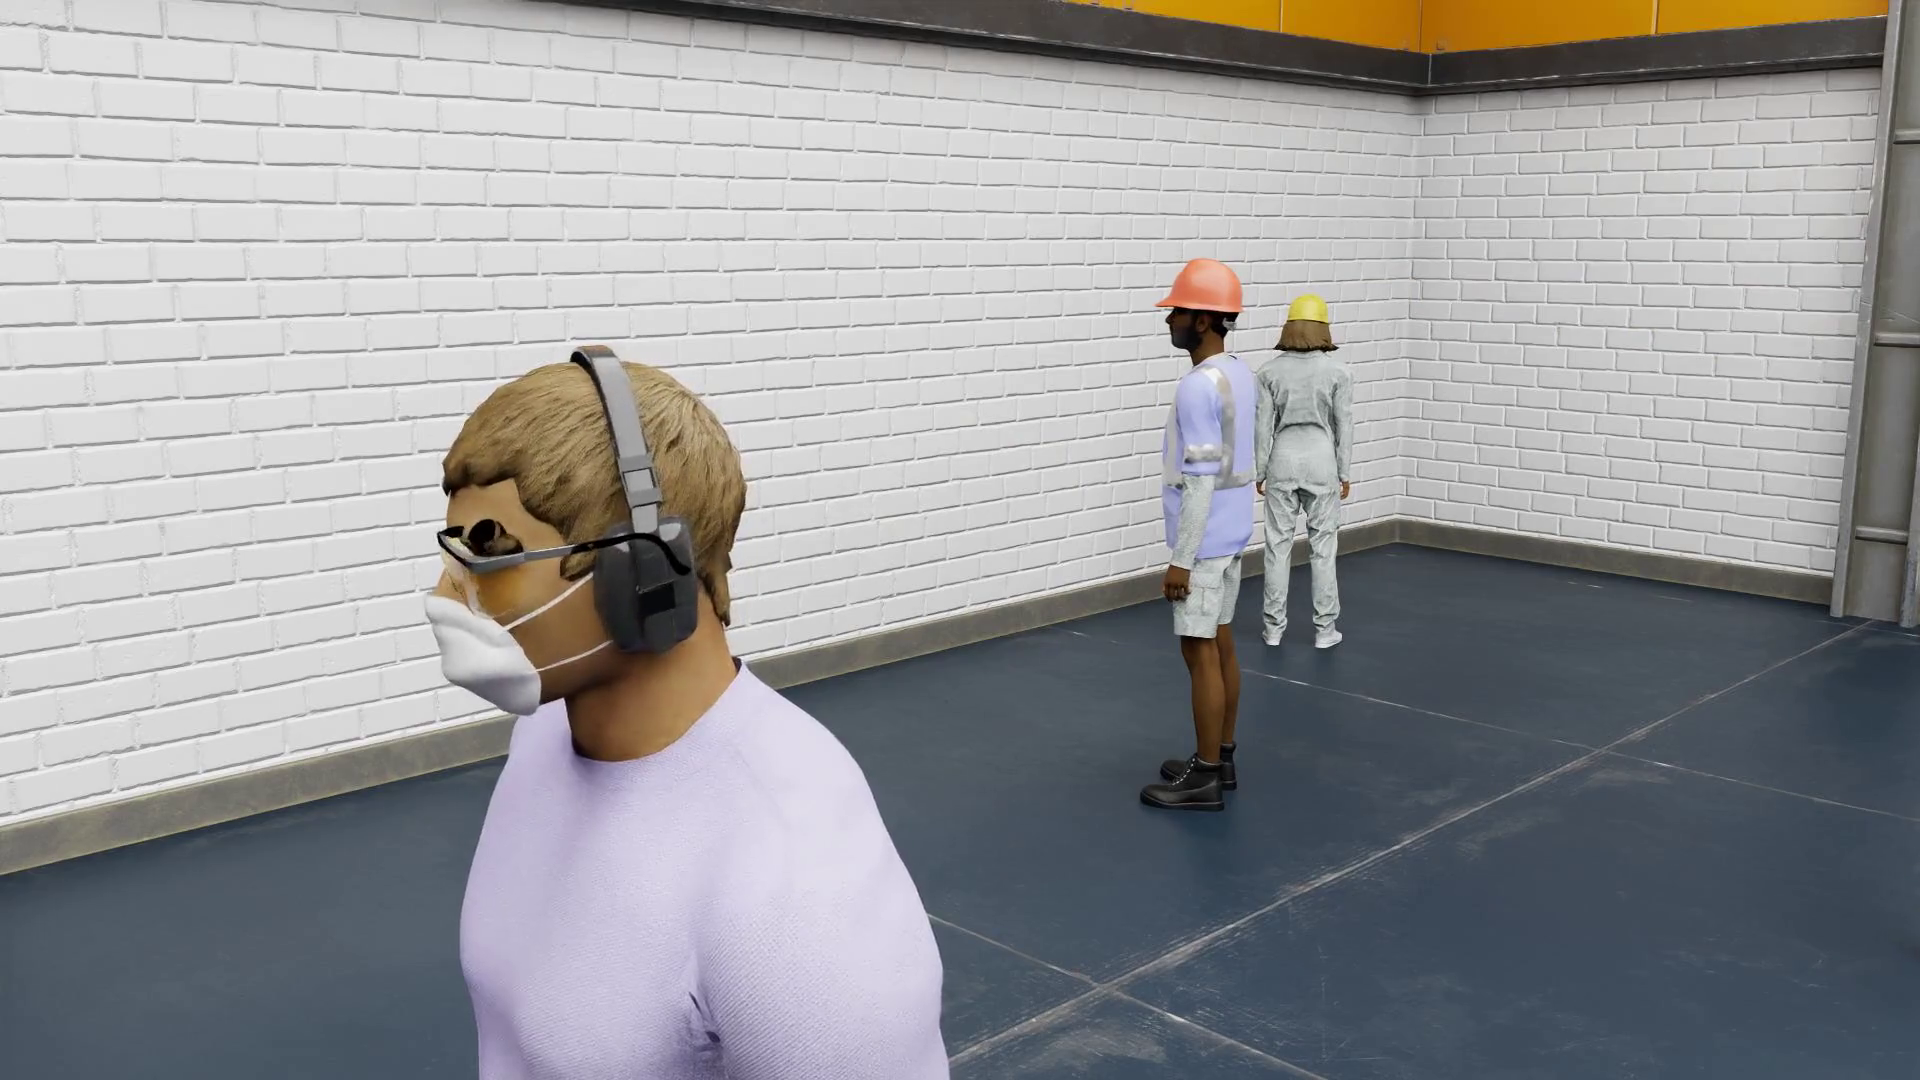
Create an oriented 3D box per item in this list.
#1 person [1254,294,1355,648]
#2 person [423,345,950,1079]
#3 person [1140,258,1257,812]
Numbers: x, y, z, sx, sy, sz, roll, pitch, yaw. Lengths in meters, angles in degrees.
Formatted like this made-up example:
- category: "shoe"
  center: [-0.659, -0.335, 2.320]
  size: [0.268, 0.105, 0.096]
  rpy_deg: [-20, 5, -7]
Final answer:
- category: "person"
  center: [1.690, -0.334, 8.199]
  size: [0.484, 1.735, 0.311]
  rpy_deg: [3, 11, 18]
- category: "person"
  center: [-0.245, 0.798, 1.476]
  size: [0.354, 1.936, 0.635]
  rpy_deg: [-7, 12, -32]
- category: "person"
  center: [0.847, -0.011, 5.875]
  size: [0.352, 1.942, 0.546]
  rpy_deg: [4, 11, 23]
